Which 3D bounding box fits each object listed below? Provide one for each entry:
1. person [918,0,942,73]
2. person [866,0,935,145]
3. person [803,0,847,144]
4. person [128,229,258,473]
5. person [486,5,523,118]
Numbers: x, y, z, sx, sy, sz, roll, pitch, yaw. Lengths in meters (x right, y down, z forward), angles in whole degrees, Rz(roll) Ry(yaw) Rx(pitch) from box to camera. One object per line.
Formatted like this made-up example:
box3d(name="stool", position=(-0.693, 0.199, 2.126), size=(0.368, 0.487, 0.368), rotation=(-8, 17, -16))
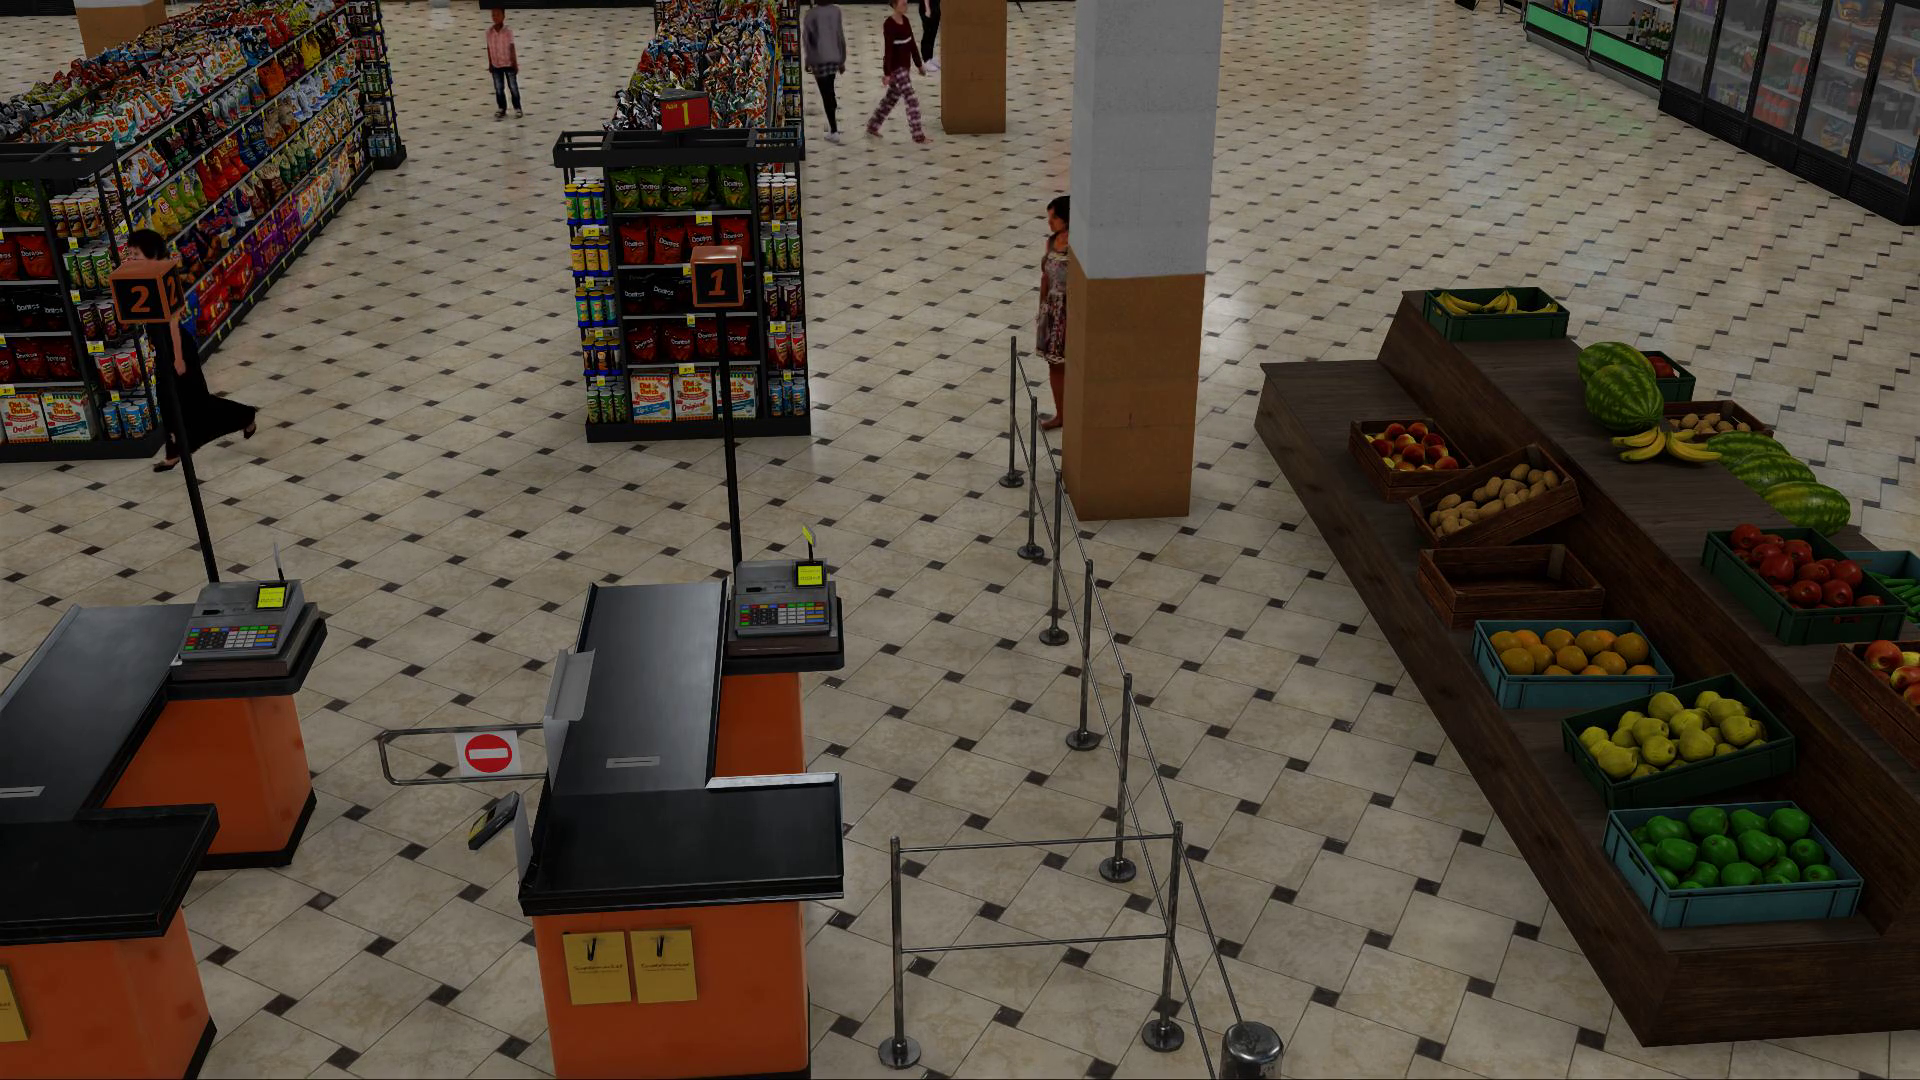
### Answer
box3d(name="person", position=(-0.386, -7.152, 22.327), size=(0.761, 1.638, 0.661), rotation=(10, 29, 19))
box3d(name="person", position=(-0.756, -5.250, 18.559), size=(0.965, 1.654, 1.102), rotation=(9, 28, 18))
box3d(name="person", position=(-1.463, -5.338, 18.616), size=(0.769, 1.758, 0.836), rotation=(-17, 31, -30))
box3d(name="person", position=(-4.964, -1.220, 10.692), size=(0.988, 1.581, 0.968), rotation=(-23, 35, -38))
box3d(name="person", position=(-5.455, -5.716, 19.865), size=(0.535, 1.304, 0.517), rotation=(3, 27, 5))
